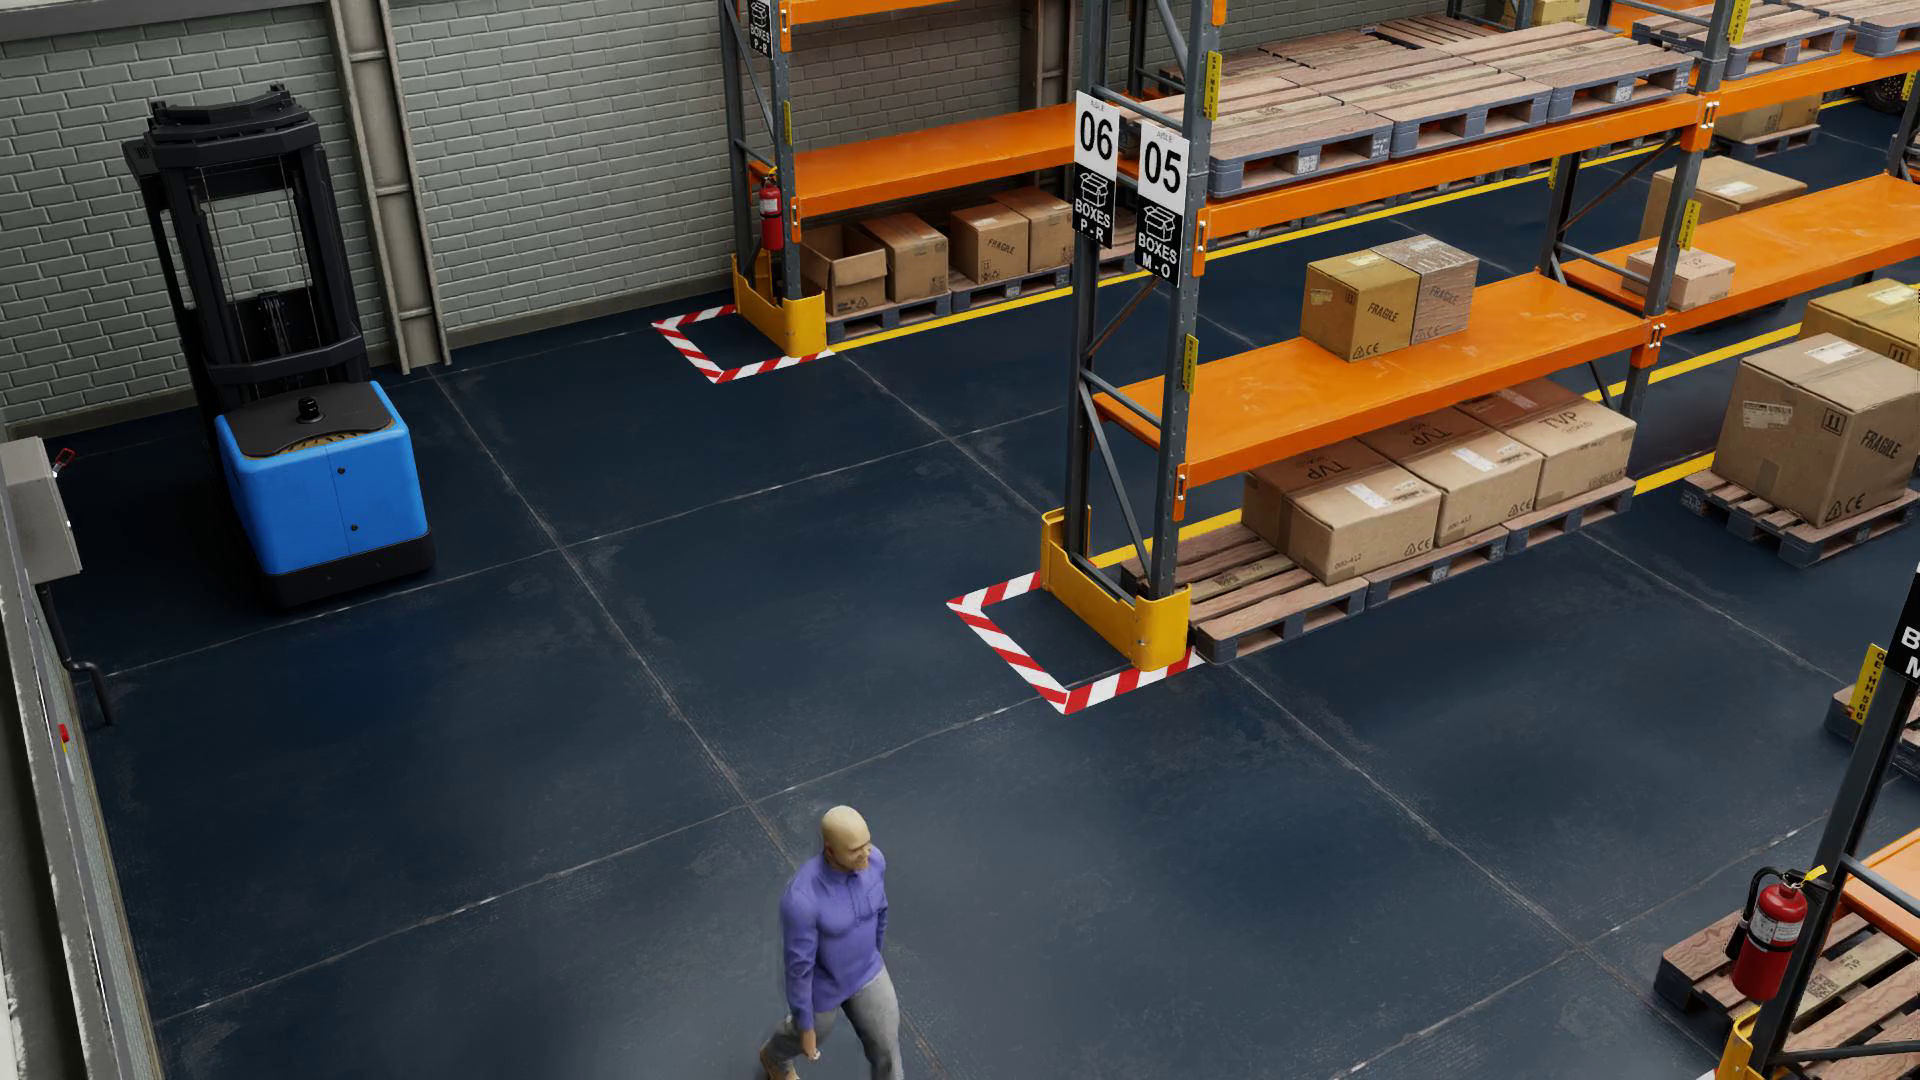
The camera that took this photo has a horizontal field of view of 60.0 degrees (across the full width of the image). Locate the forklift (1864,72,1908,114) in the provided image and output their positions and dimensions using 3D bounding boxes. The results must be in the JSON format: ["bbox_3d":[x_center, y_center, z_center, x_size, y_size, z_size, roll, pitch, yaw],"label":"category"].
[{"bbox_3d":[11.468,-5.645,18.244,1.214,2.155,2.313,-17,36,-26],"label":"forklift"}]

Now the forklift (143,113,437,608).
[{"bbox_3d":[-4.289,-1.259,10.509,1.129,2.768,1.873,-17,36,-26],"label":"forklift"}]

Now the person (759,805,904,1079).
[{"bbox_3d":[-0.518,1.749,6.703,0.601,1.756,0.948,-25,39,-34],"label":"person"}]
